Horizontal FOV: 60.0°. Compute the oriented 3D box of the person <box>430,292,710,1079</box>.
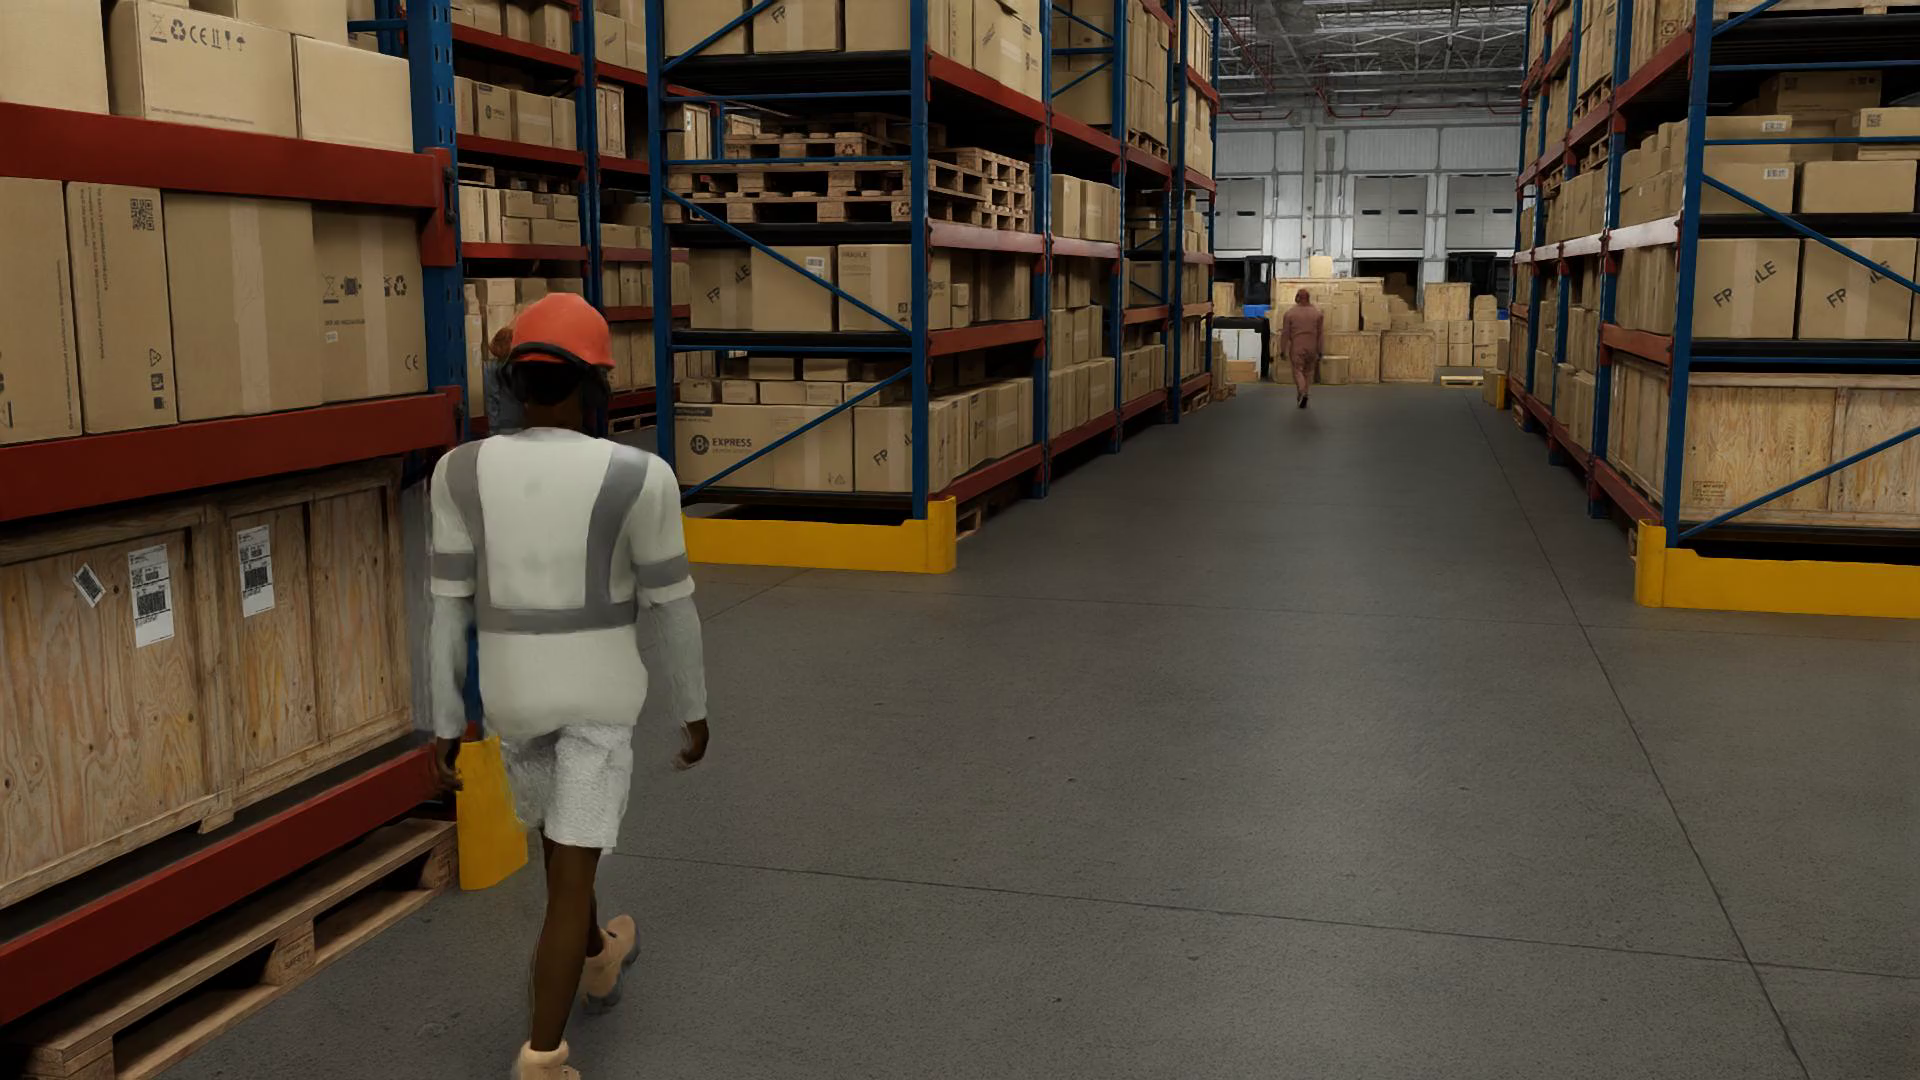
[{"bbox_3d":[-0.965,0.380,4.192,0.636,1.981,1.070,1,9,6],"label":"person"}]

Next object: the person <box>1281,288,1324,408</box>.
[{"bbox_3d":[5.391,-3.012,26.124,0.655,1.877,0.891,-1,9,-5],"label":"person"}]

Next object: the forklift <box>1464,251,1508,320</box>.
[{"bbox_3d":[15.702,-7.331,50.346,1.129,2.768,1.873,-2,9,-12],"label":"forklift"}]

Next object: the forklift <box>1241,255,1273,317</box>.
[{"bbox_3d":[10.551,-8.662,58.805,1.129,2.768,1.873,2,9,15],"label":"forklift"}]

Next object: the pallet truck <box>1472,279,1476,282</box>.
[{"bbox_3d":[18.896,-8.459,60.307,1.885,1.965,0.823,5,10,31],"label":"pallet truck"}]

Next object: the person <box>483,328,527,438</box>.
[{"bbox_3d":[-3.604,-0.875,13.278,0.283,1.633,0.499,2,9,15],"label":"person"}]
